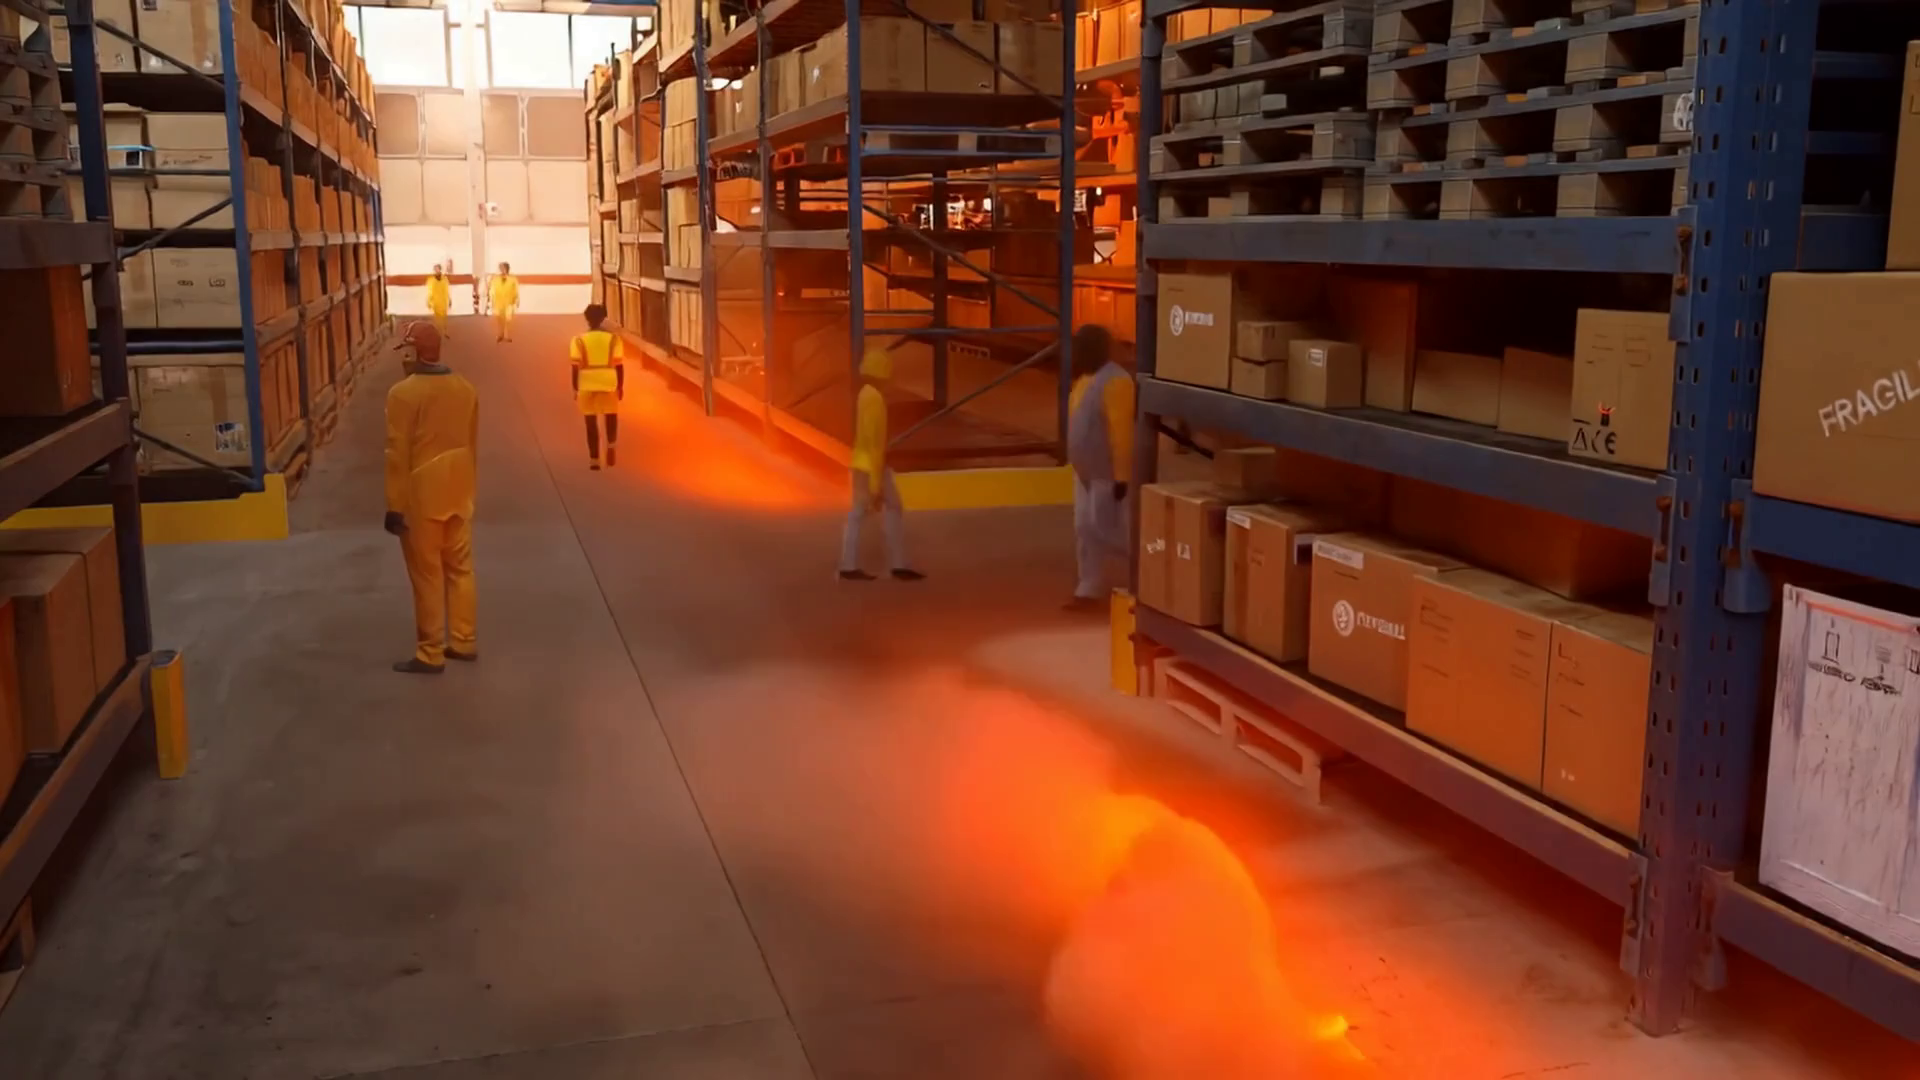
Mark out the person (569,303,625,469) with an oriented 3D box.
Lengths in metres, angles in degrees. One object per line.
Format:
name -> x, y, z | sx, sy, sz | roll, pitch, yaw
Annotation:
person -> -3.666, -1.551, 16.823 | 0.558, 1.683, 0.354 | -3, 11, -16

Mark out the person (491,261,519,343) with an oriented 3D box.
person -> -10.012, -5.213, 36.567 | 0.633, 1.806, 0.669 | -1, 10, -4

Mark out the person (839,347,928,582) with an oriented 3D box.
person -> -0.509, -0.500, 11.289 | 0.707, 1.603, 0.522 | -2, 11, -12

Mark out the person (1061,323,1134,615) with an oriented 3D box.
person -> 0.948, -0.433, 10.326 | 0.608, 1.833, 0.651 | -4, 11, -23

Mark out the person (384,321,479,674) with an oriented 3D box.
person -> -2.884, -0.230, 9.033 | 0.400, 1.902, 0.641 | 4, 11, 21

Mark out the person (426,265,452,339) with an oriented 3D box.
person -> -12.087, -5.532, 38.615 | 0.583, 1.703, 0.899 | -5, 11, -25

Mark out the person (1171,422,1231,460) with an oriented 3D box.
person -> 2.558, -1.638, 17.239 | 0.534, 1.721, 0.926 | -5, 12, -27
